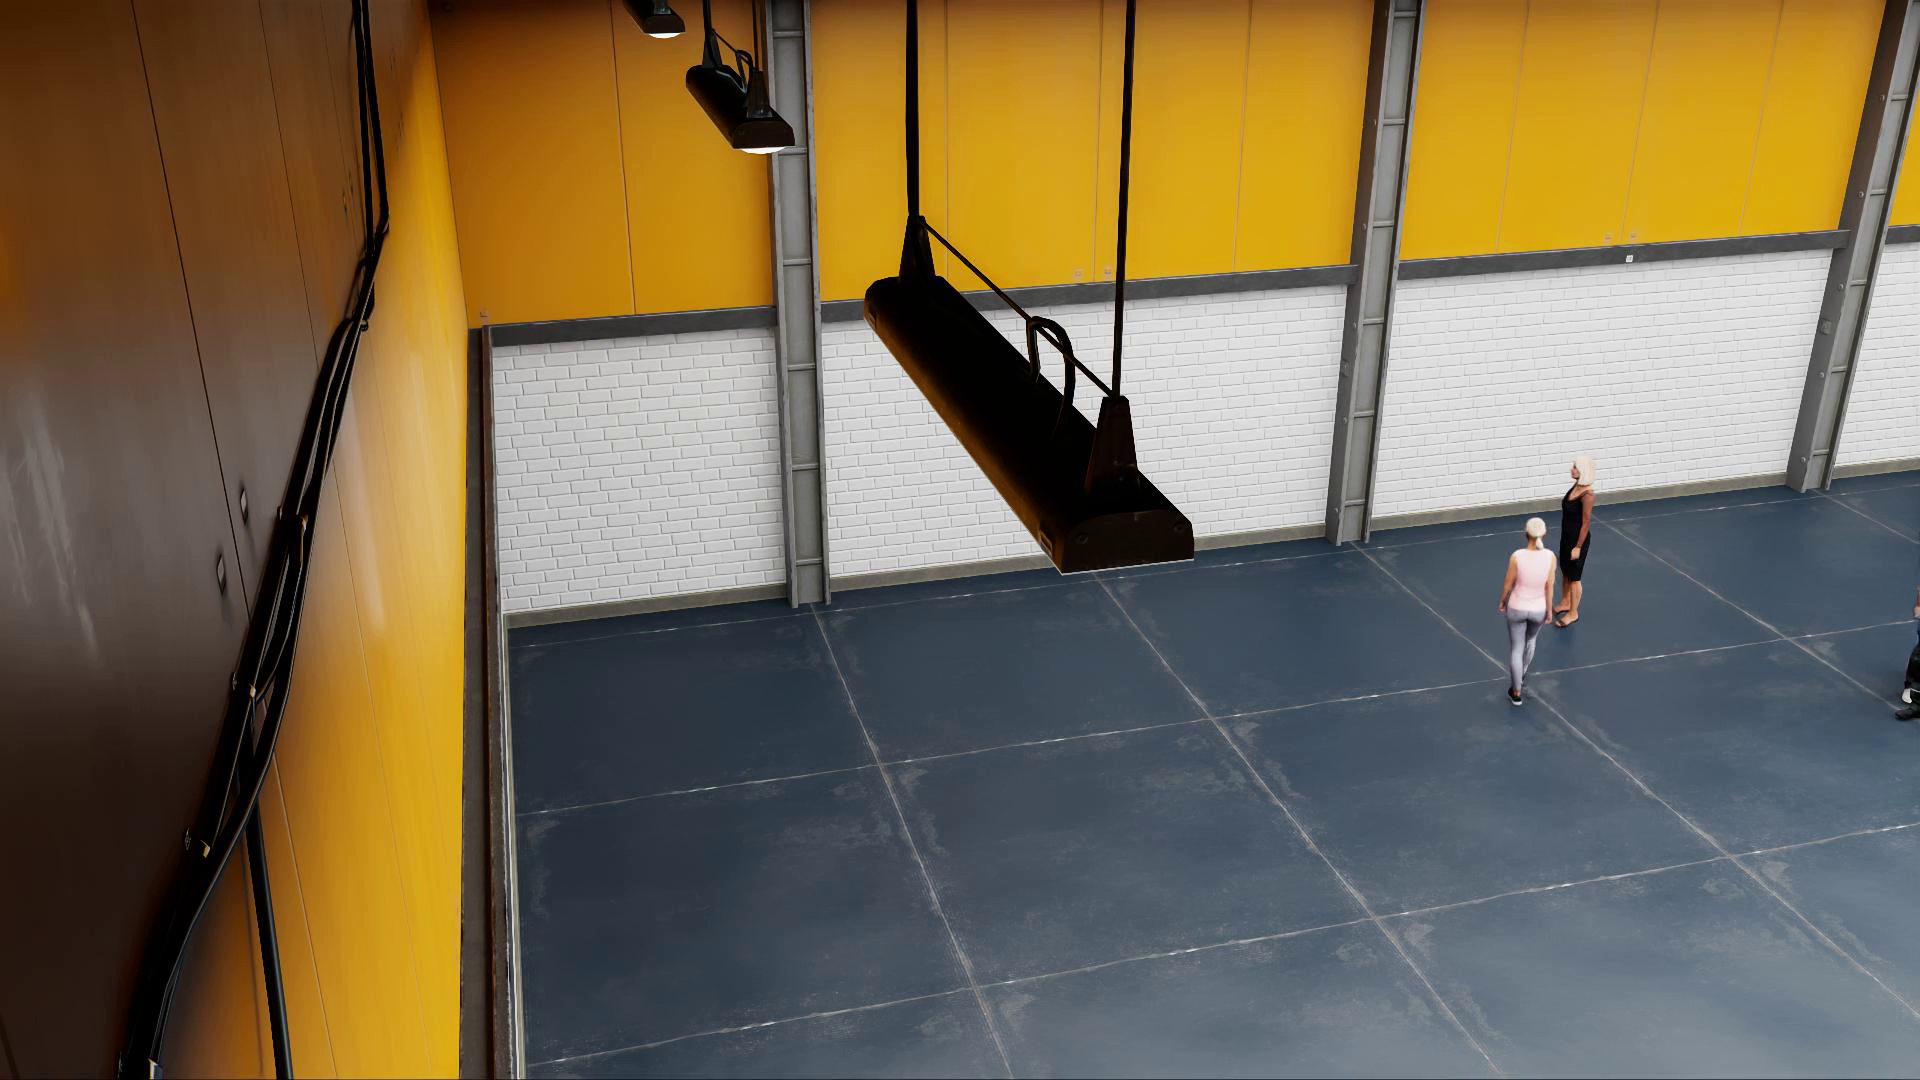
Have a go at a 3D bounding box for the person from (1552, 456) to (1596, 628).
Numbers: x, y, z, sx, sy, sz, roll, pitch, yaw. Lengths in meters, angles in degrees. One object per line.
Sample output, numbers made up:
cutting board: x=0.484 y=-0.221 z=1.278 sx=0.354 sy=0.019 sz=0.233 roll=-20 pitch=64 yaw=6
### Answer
person: x=5.951 y=0.006 z=16.088 sx=0.627 sy=1.746 sz=0.657 roll=2 pitch=24 yaw=4

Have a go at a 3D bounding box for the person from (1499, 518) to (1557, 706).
person: x=5.010 y=0.660 z=14.647 sx=0.897 sy=1.703 sz=0.839 roll=3 pitch=24 yaw=7
